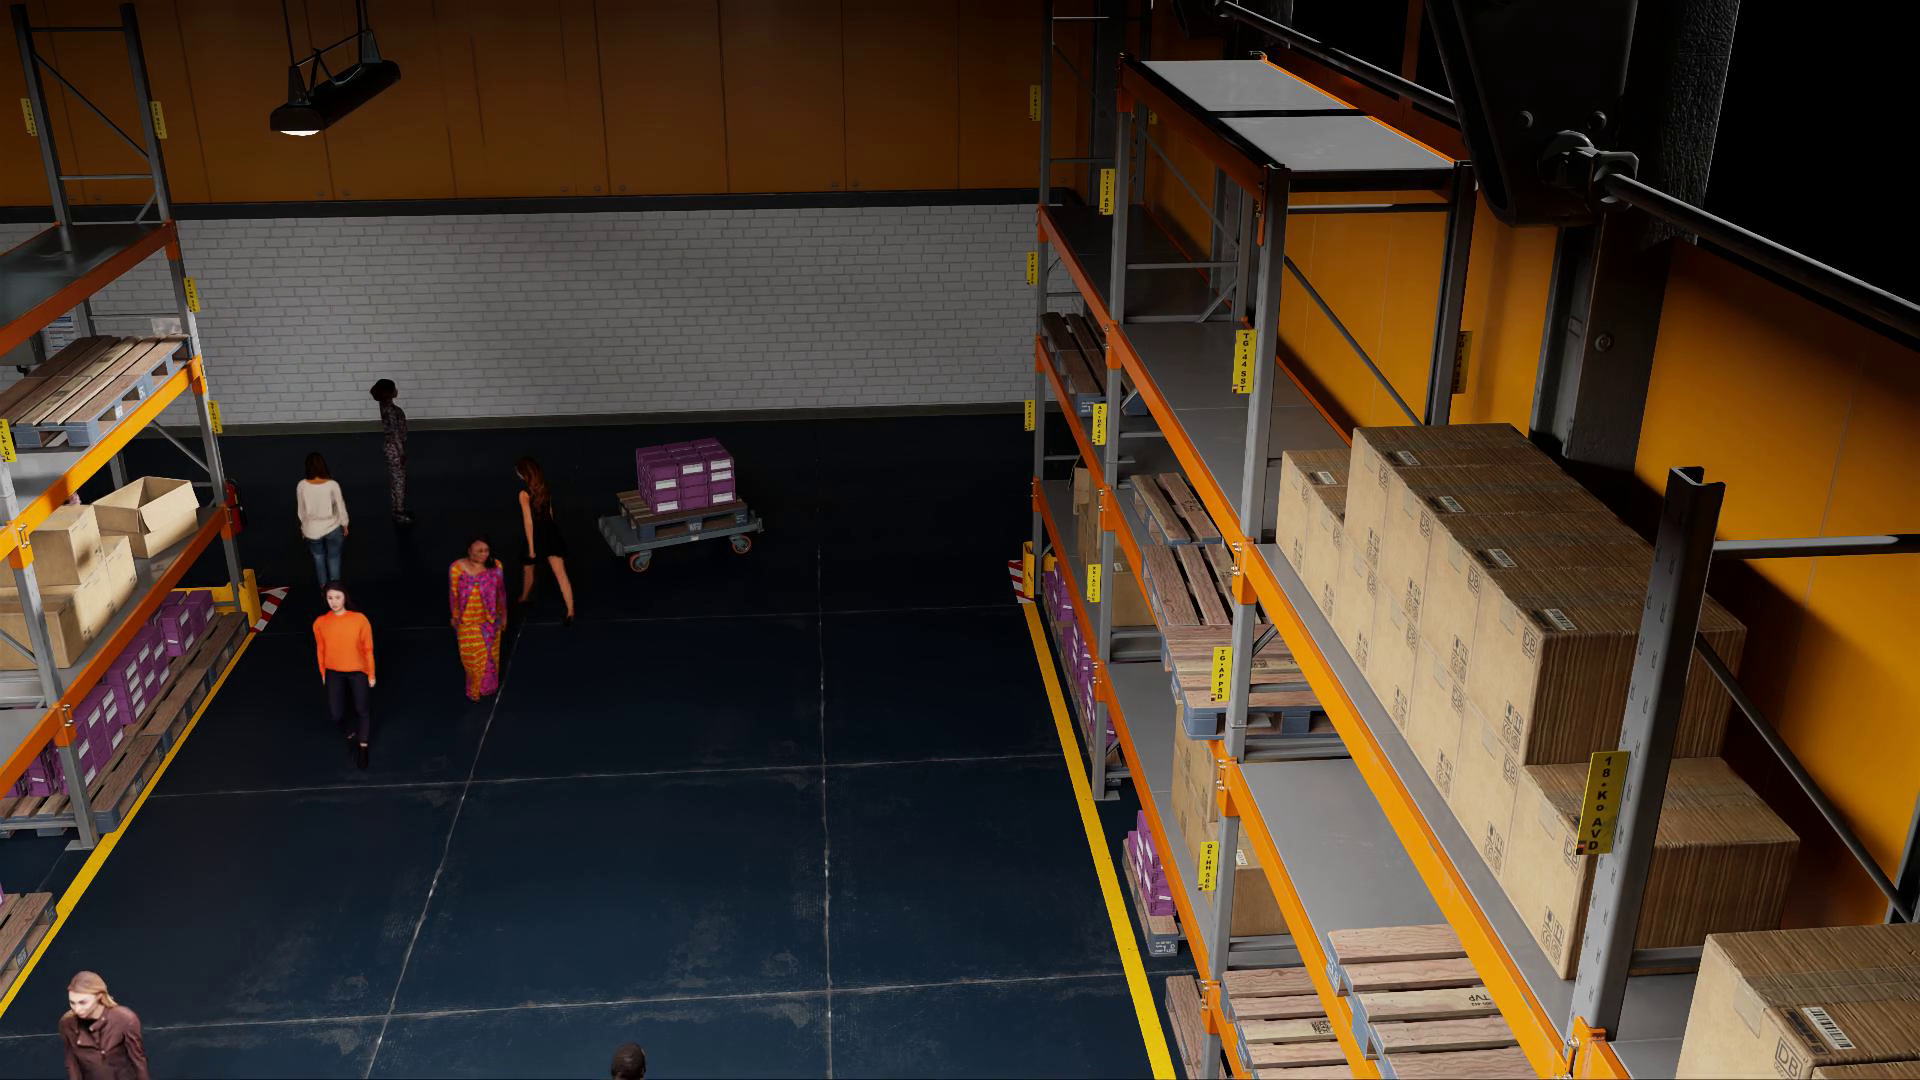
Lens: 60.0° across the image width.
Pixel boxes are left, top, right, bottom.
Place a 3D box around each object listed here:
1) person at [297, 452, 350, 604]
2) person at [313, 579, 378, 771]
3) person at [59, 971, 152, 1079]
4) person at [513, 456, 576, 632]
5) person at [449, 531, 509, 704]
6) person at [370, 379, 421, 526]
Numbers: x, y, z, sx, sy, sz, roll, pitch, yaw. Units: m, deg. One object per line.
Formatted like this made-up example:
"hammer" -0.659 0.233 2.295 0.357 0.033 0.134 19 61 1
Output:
"person" -6.454 -0.061 16.813 0.629 1.673 0.603 -2 24 -5
"person" -5.161 1.104 14.066 0.650 1.737 0.638 -4 24 -9
"person" -4.791 3.116 9.522 0.617 1.690 0.830 -1 24 -3
"person" -4.039 0.075 16.354 1.134 1.789 1.117 17 29 33
"person" -4.393 0.656 15.196 0.785 1.652 0.846 -8 25 -18
"person" -6.442 -1.019 18.952 0.717 1.713 0.613 -13 27 -26
